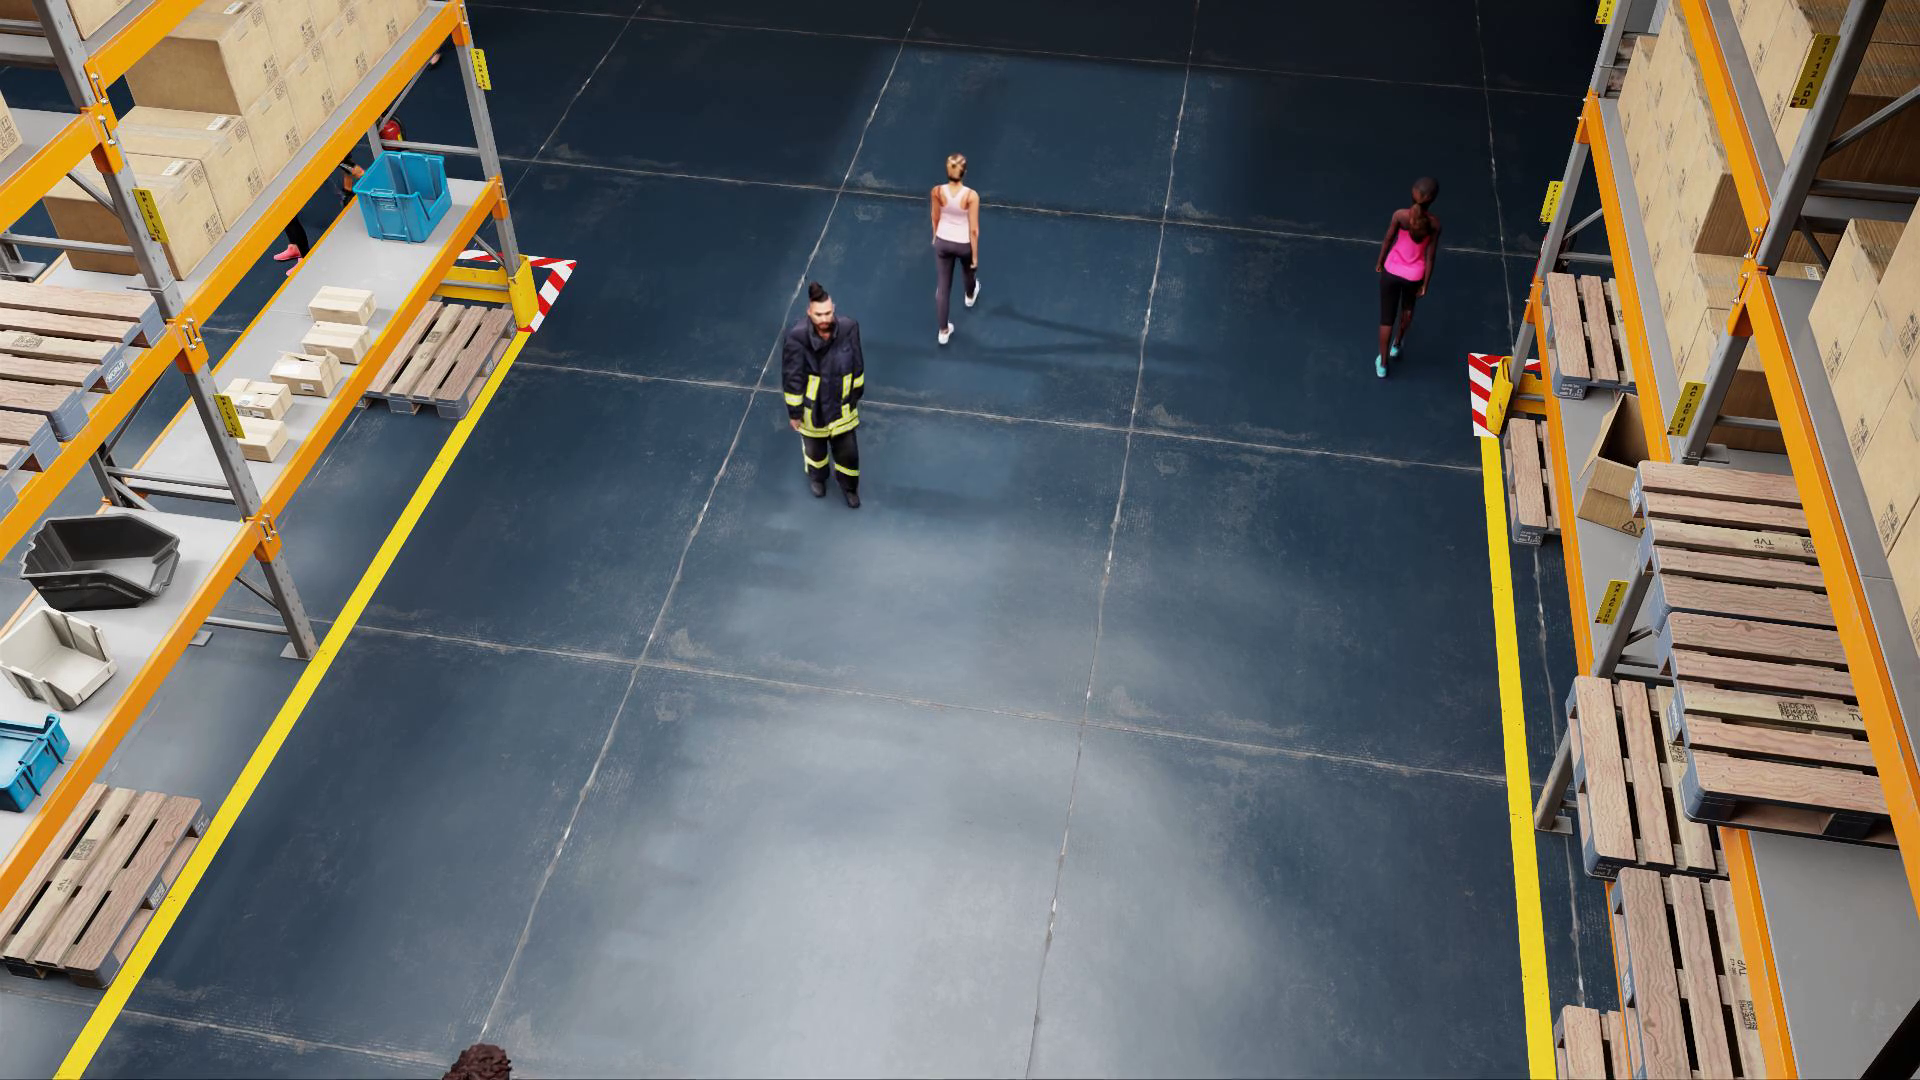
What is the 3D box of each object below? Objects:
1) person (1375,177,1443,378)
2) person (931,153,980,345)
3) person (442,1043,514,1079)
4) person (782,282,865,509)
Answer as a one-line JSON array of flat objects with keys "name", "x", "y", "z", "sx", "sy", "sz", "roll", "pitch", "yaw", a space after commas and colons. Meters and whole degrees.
[{"name": "person", "x": 3.427, "y": -1.985, "z": 12.877, "sx": 0.582, "sy": 1.703, "sz": 0.716, "roll": 8, "pitch": 44, "yaw": 8}, {"name": "person", "x": -0.064, "y": -2.300, "z": 13.285, "sx": 0.631, "sy": 1.596, "sz": 1.061, "roll": 10, "pitch": 45, "yaw": 11}, {"name": "person", "x": -2.049, "y": 2.974, "z": 7.616, "sx": 0.706, "sy": 1.780, "sz": 1.162, "roll": 9, "pitch": 44, "yaw": 9}, {"name": "person", "x": -0.983, "y": -1.089, "z": 11.830, "sx": 0.877, "sy": 1.850, "sz": 0.879, "roll": -8, "pitch": 44, "yaw": -8}]
